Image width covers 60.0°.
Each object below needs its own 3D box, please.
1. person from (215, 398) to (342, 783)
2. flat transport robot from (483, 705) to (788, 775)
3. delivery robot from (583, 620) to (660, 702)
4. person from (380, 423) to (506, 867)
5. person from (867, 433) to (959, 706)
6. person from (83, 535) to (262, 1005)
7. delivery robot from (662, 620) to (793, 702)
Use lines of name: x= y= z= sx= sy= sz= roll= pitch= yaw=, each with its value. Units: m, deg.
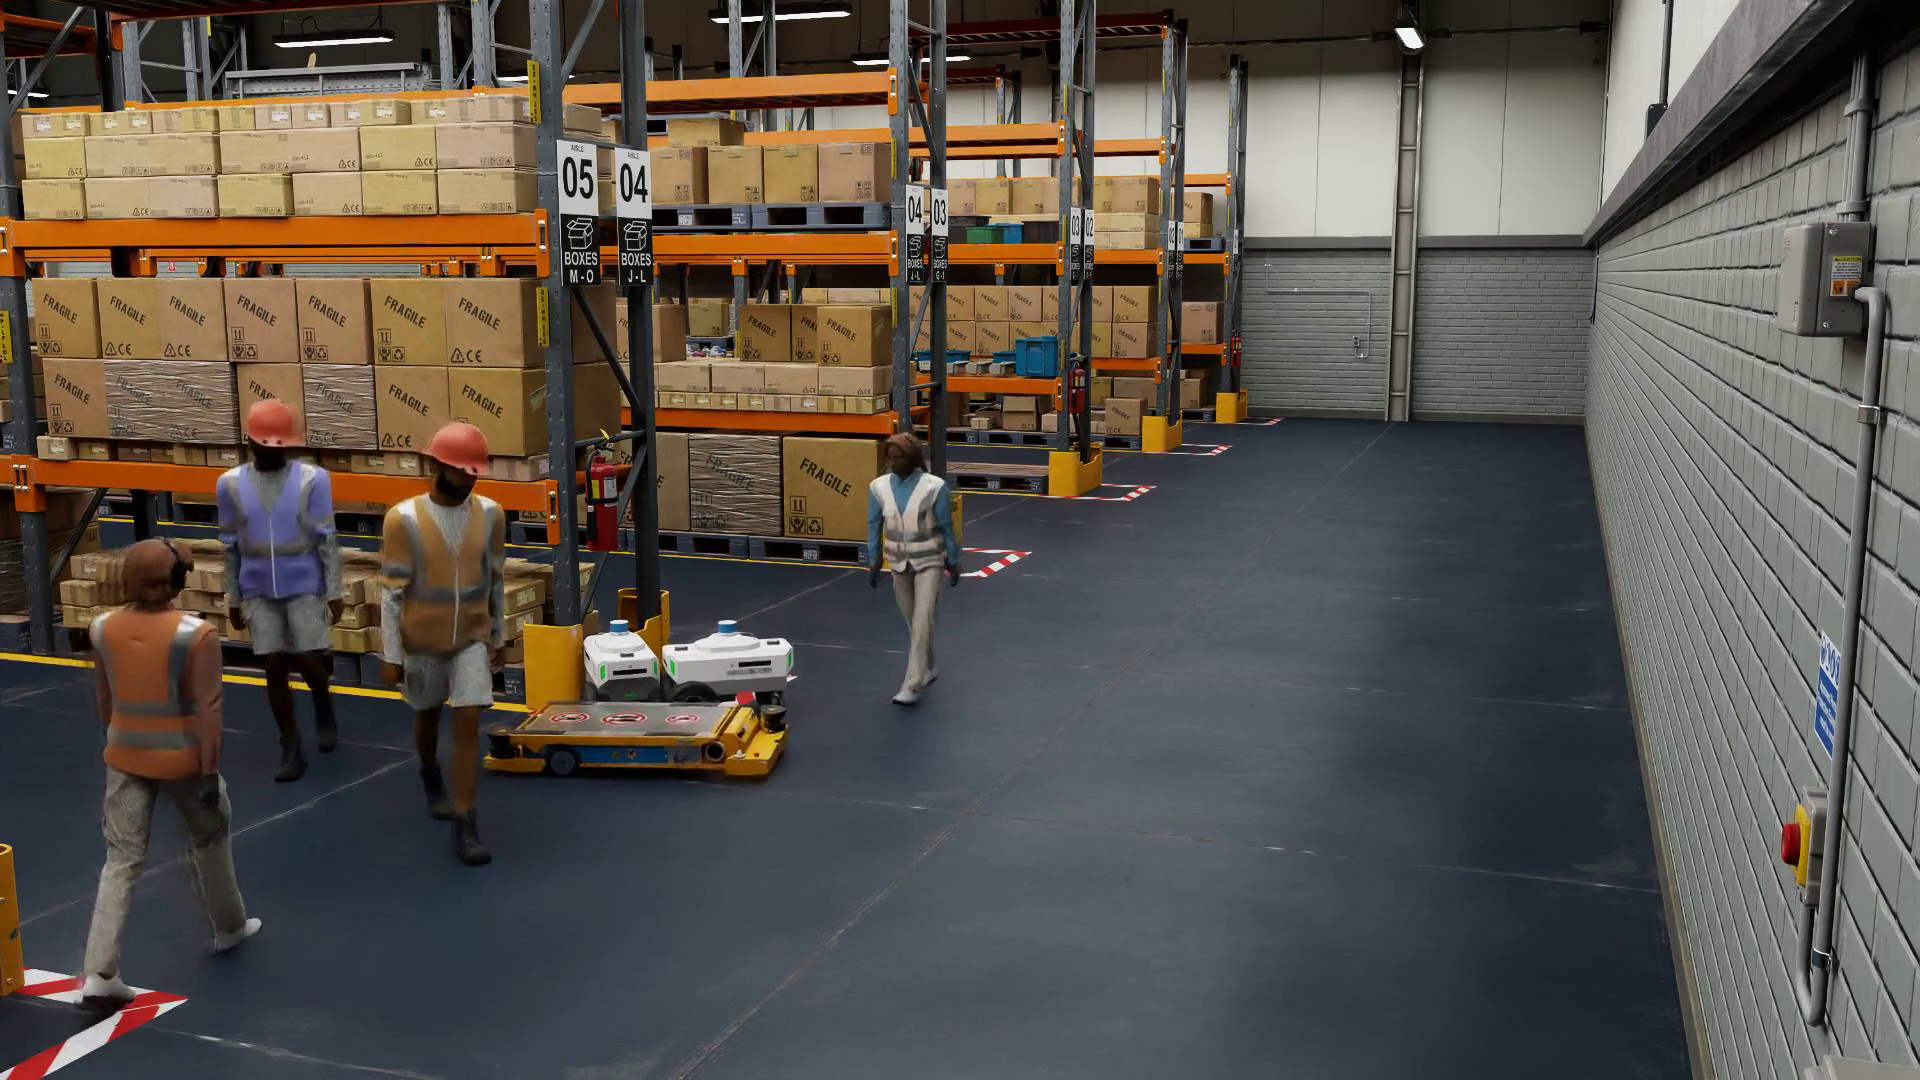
person: x=-3.354 y=0.240 z=8.243 sx=0.571 sy=1.904 sz=0.578 roll=-1 pitch=9 yaw=-8
flat transport robot: x=-1.640 y=1.008 z=8.538 sx=1.431 sy=0.197 sz=0.652 roll=0 pitch=9 yaw=3
delivery robot: x=-1.906 y=0.692 z=9.333 sx=0.477 sy=0.478 sz=0.707 roll=-3 pitch=10 yaw=-20
person: x=-2.277 y=0.409 z=7.315 sx=0.567 sy=1.880 sz=0.956 roll=-6 pitch=11 yaw=-32
person: x=-0.284 y=0.149 z=9.802 sx=0.533 sy=1.585 sz=0.822 roll=4 pitch=10 yaw=24
person: x=-2.812 y=0.783 z=5.821 sx=0.511 sy=1.594 sz=0.856 roll=1 pitch=9 yaw=5
delivery robot: x=-1.298 y=0.694 z=9.322 sx=0.707 sy=0.478 sz=0.477 roll=-3 pitch=10 yaw=-17
